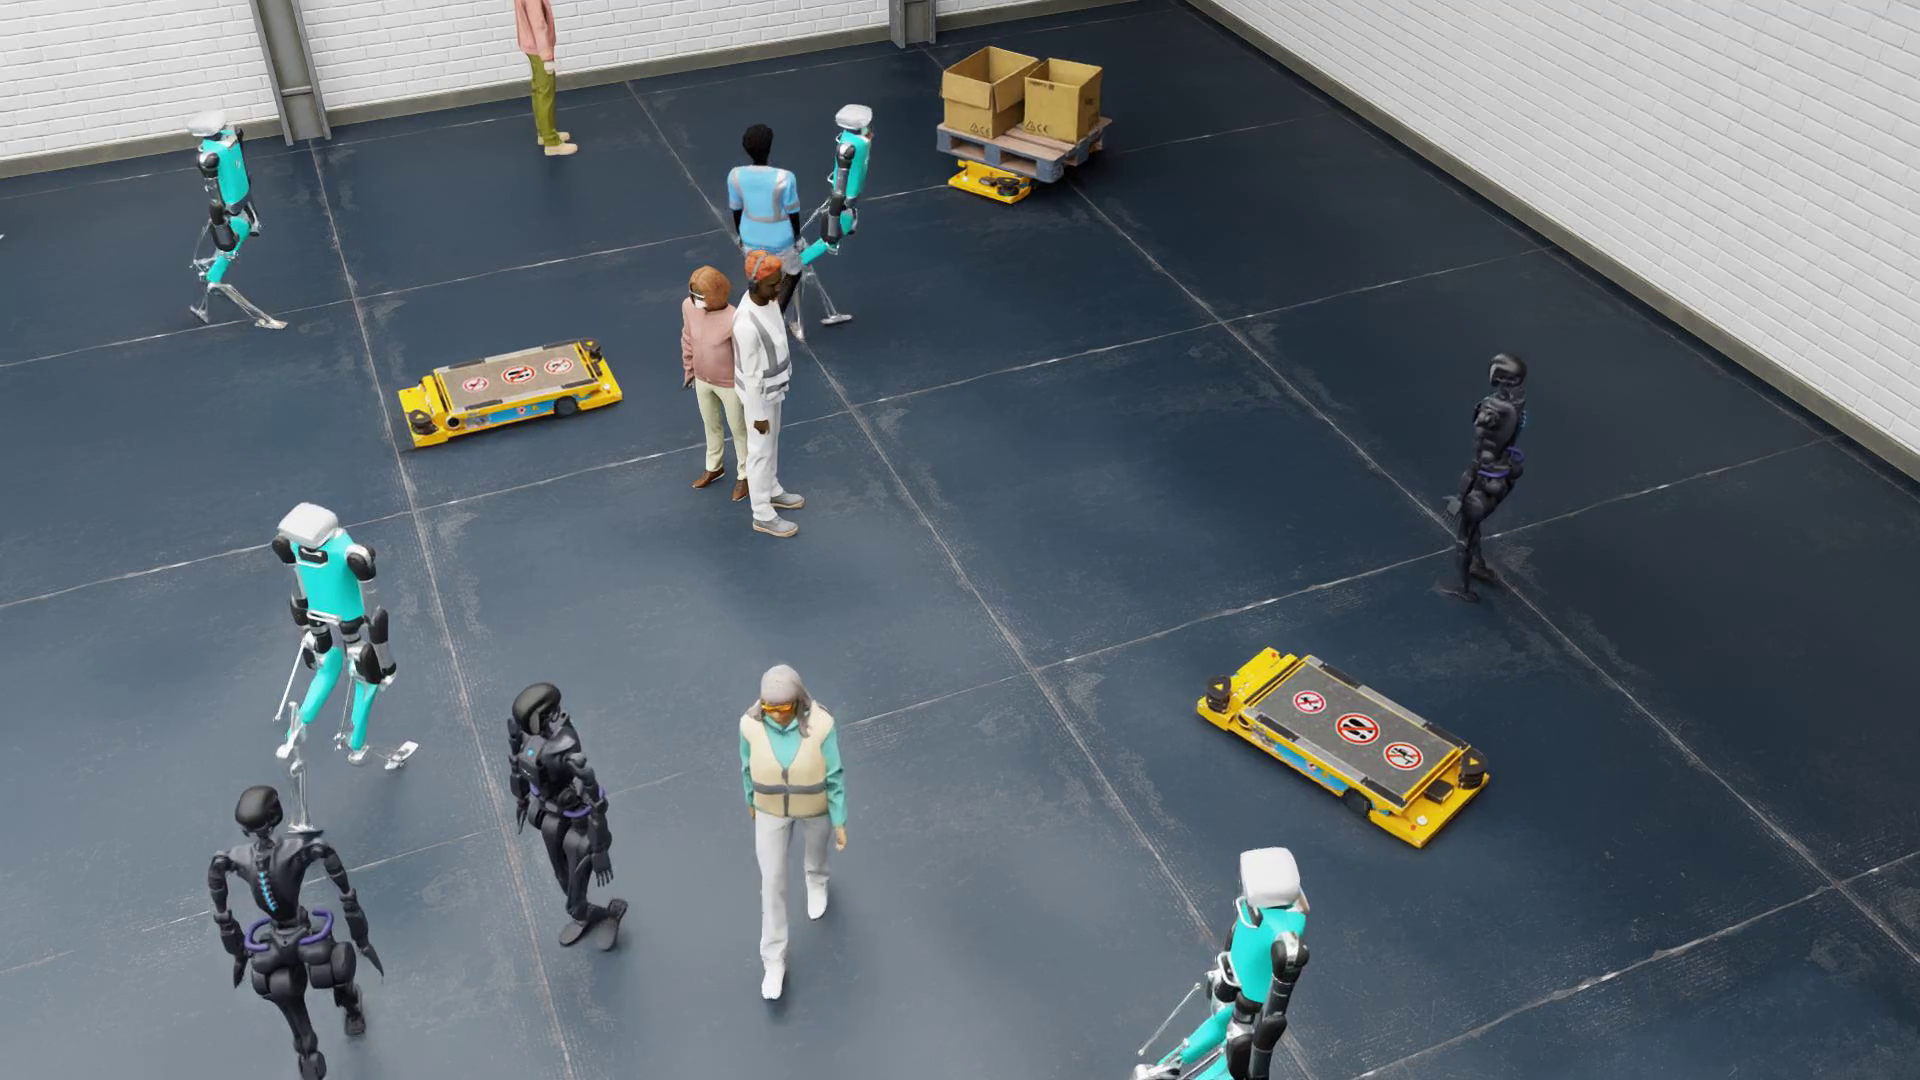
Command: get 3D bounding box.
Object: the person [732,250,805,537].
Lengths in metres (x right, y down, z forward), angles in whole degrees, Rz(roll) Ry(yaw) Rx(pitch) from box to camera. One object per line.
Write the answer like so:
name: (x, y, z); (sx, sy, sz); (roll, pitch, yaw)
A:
person: (-1.177, -0.902, 10.122); (0.362, 1.885, 0.574); (4, 38, 6)

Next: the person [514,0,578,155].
person: (-3.684, -4.296, 14.578); (0.351, 1.835, 0.535); (-14, 40, -18)

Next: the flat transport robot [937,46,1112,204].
flat transport robot: (0.568, -3.372, 14.662); (0.659, 0.231, 1.431); (23, 43, 27)

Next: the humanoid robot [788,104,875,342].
humanoid robot: (-1.045, -2.313, 12.079); (0.870, 1.767, 0.596); (10, 39, 13)

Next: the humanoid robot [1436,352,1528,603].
humanoid robot: (3.016, -0.337, 9.556); (0.312, 1.655, 0.609); (28, 46, 31)

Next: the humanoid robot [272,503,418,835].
humanoid robot: (-3.154, 0.743, 8.139); (0.531, 1.780, 1.015); (11, 39, 14)

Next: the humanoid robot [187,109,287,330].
humanoid robot: (-5.476, -2.240, 12.024); (0.889, 1.823, 0.561); (3, 38, 4)

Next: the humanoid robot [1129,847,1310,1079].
humanoid robot: (0.872, 1.961, 6.582); (0.847, 1.859, 0.558); (-4, 38, -5)

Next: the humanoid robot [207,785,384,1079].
humanoid robot: (-2.751, 1.718, 6.930); (0.615, 1.617, 0.799); (-6, 38, -7)

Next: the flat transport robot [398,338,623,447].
flat transport robot: (-3.149, -1.043, 11.632); (1.431, 0.231, 0.659); (-15, 40, -19)

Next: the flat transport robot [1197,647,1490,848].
flat transport robot: (2.038, 1.053, 8.903); (1.431, 0.231, 0.659); (31, 47, 34)

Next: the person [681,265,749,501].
person: (-1.520, -0.991, 10.441); (0.498, 1.633, 0.282); (19, 41, 23)

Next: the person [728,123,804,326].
person: (-1.388, -2.159, 11.914); (0.541, 1.684, 0.433); (11, 39, 14)

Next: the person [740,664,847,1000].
person: (-0.739, 1.279, 7.458); (0.468, 1.672, 0.869); (-2, 38, -2)

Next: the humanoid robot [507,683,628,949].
humanoid robot: (-1.782, 1.253, 7.482); (0.608, 1.646, 0.348); (23, 43, 27)

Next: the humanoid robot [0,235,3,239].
humanoid robot: (-8.024, -2.892, 12.859); (0.543, 1.785, 0.928); (5, 38, 6)
